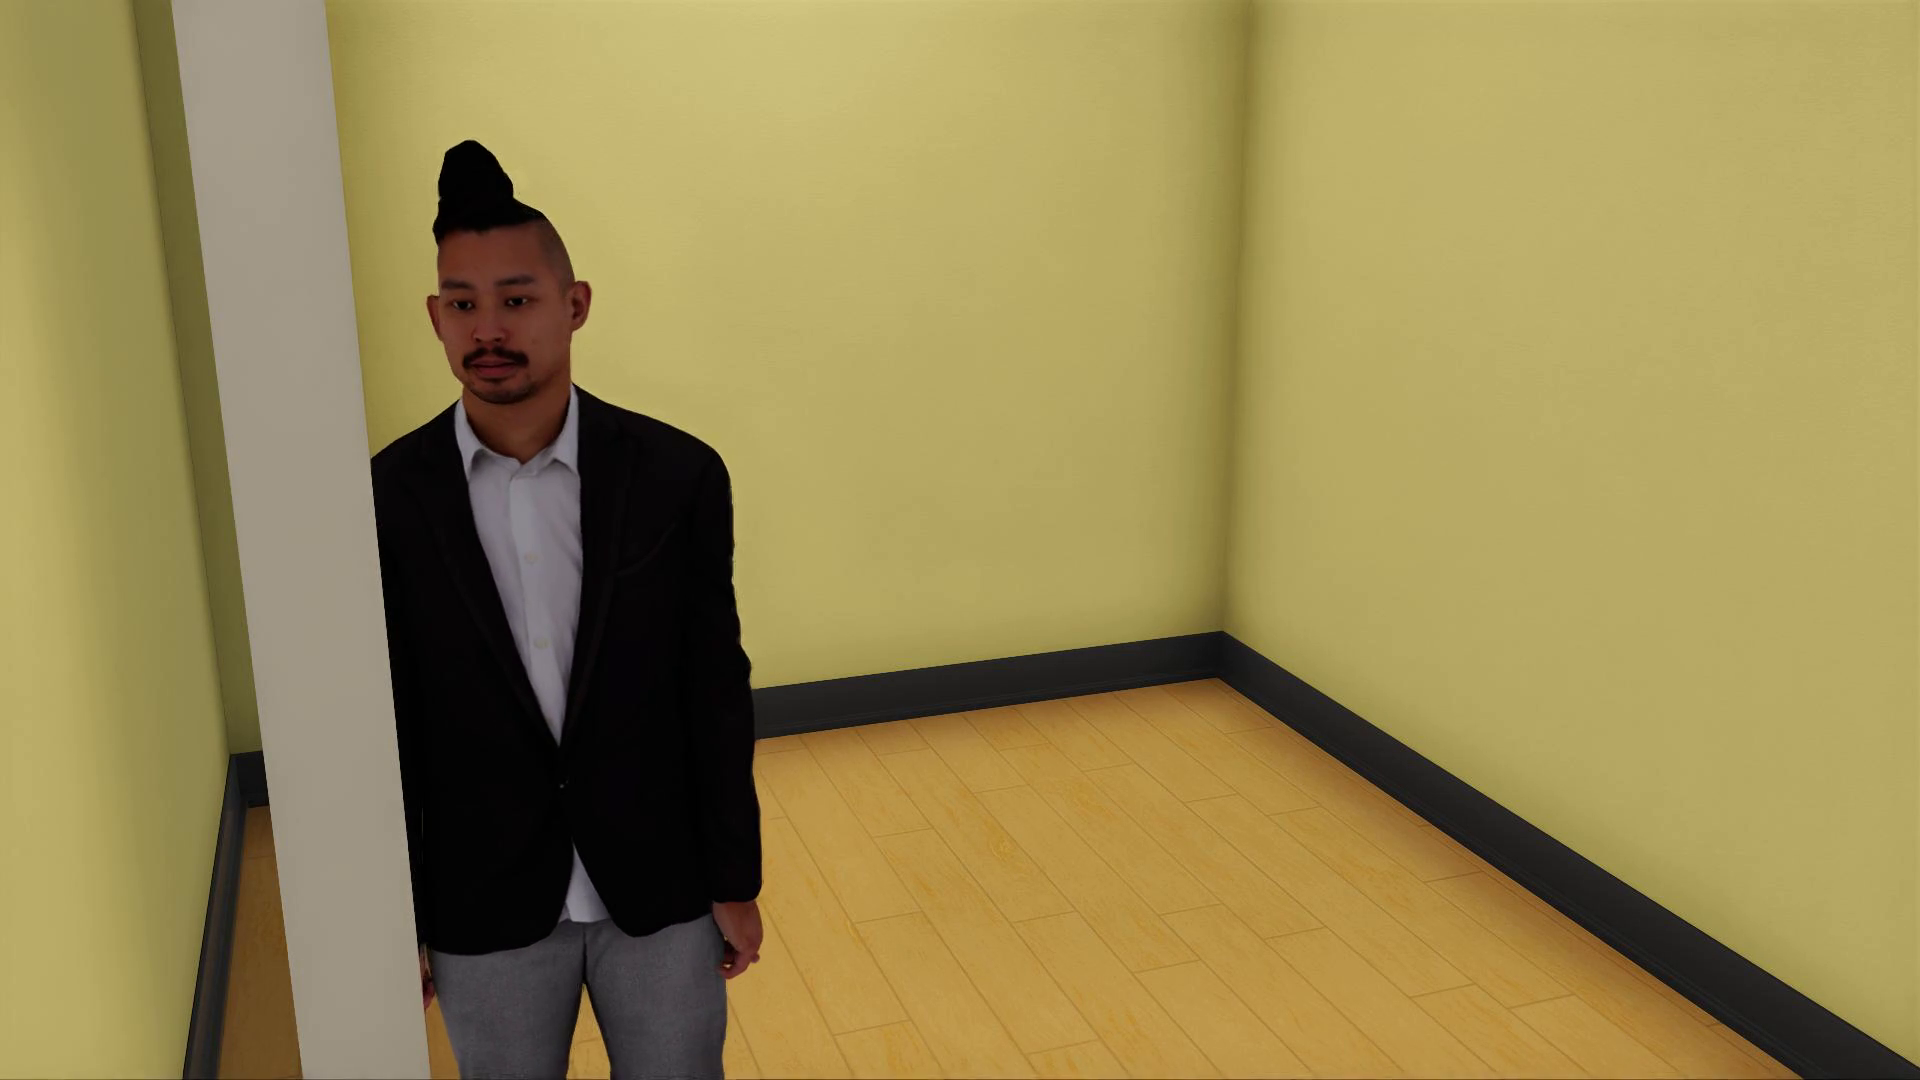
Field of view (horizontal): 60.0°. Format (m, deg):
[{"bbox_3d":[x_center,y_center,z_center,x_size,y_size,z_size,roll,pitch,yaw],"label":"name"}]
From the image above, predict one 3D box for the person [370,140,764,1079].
[{"bbox_3d":[-0.556,0.435,2.349,0.562,1.944,0.794,-4,16,-13],"label":"person"}]
